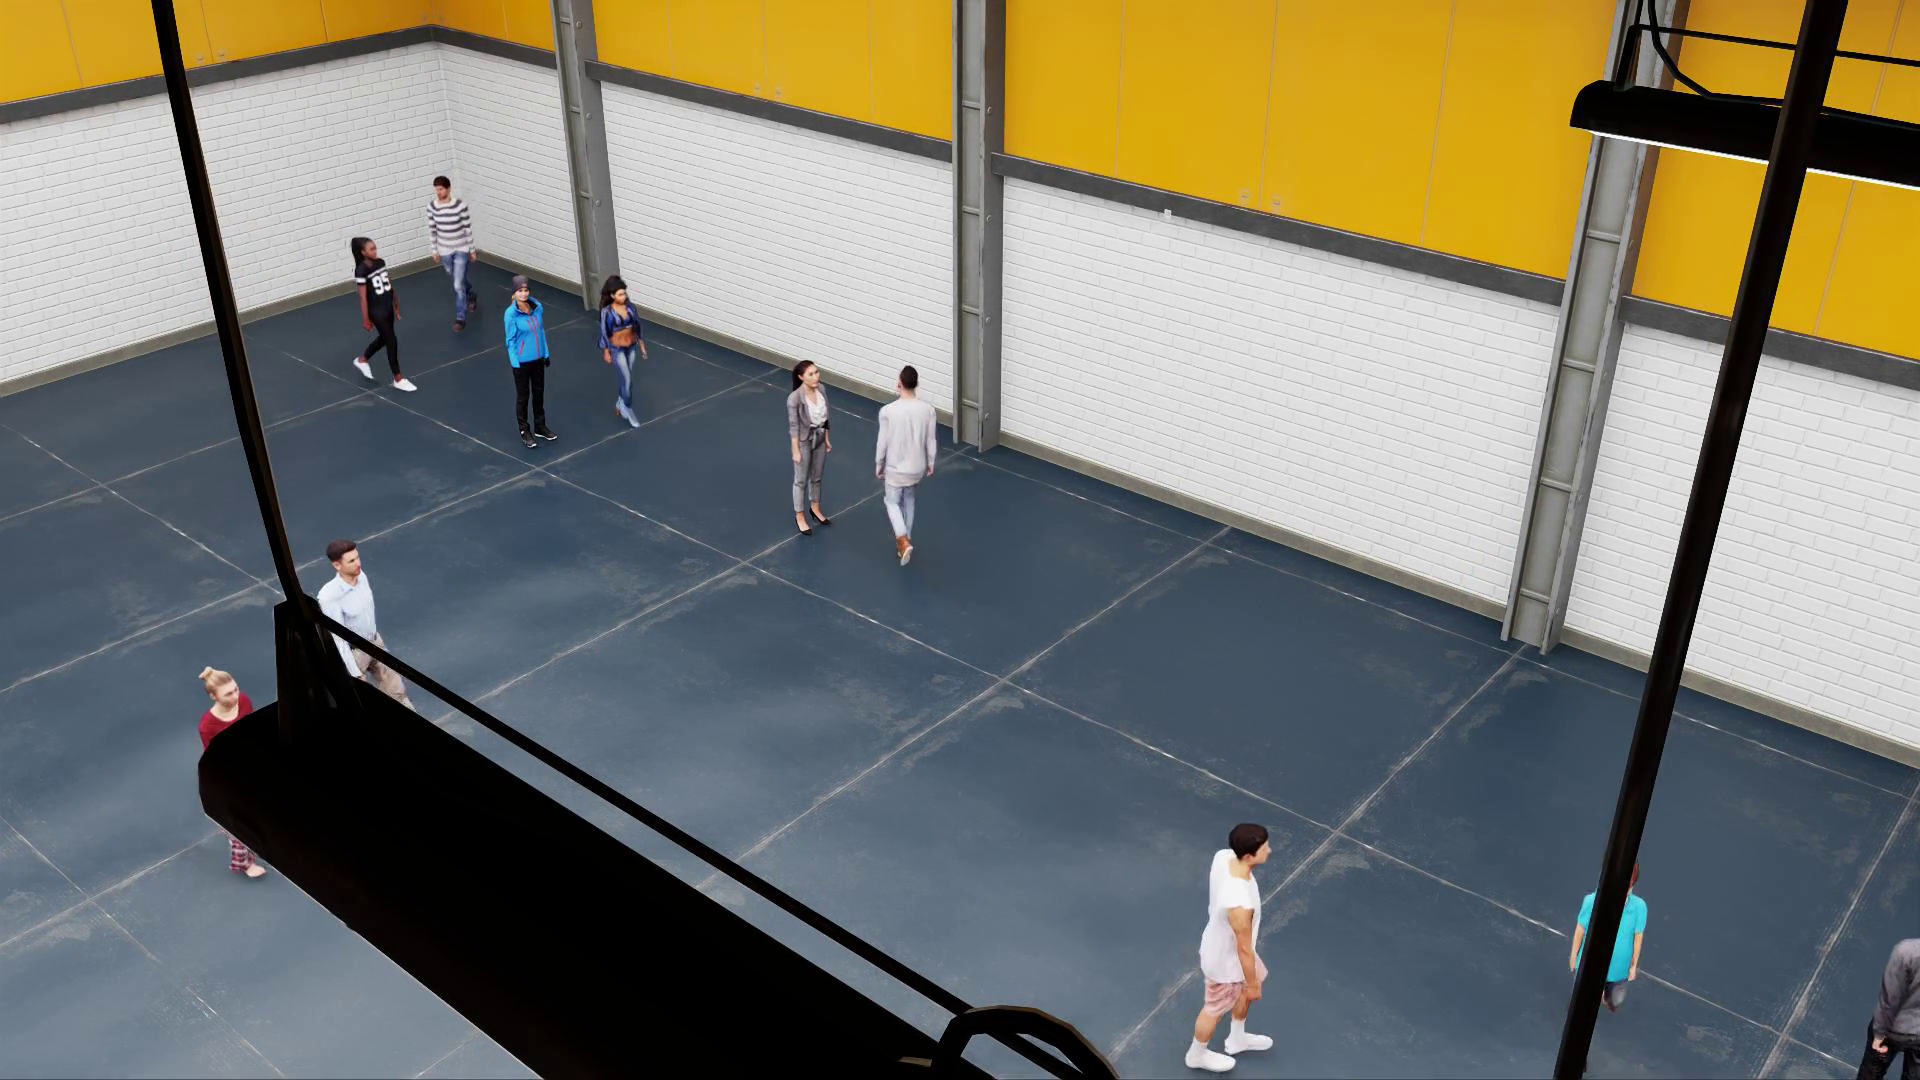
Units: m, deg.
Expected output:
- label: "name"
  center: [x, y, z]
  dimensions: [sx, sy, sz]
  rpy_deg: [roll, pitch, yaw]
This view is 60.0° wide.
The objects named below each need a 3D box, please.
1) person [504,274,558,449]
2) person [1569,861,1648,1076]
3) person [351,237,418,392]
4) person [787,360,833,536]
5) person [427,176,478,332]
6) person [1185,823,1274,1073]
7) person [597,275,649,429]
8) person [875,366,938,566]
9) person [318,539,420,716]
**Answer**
- label: "person"
  center: [-4.390, -1.836, 16.904]
  dimensions: [0.507, 1.804, 0.611]
  rpy_deg: [23, 36, 36]
- label: "person"
  center: [3.700, 2.369, 9.578]
  dimensions: [0.828, 1.438, 0.822]
  rpy_deg: [4, 29, 7]
- label: "person"
  center: [-6.420, -2.492, 18.204]
  dimensions: [1.146, 1.711, 0.895]
  rpy_deg: [8, 30, 14]
- label: "person"
  center: [-1.384, -0.875, 15.274]
  dimensions: [0.565, 1.677, 0.607]
  rpy_deg: [23, 36, 36]
- label: "person"
  center: [-6.011, -3.479, 19.913]
  dimensions: [1.201, 1.808, 1.132]
  rpy_deg: [4, 29, 7]
- label: "person"
  center: [1.422, 2.310, 9.341]
  dimensions: [0.932, 1.768, 0.870]
  rpy_deg: [0, 29, 0]
- label: "person"
  center: [-3.576, -1.997, 17.411]
  dimensions: [0.732, 1.601, 0.633]
  rpy_deg: [23, 36, 36]
- label: "person"
  center: [-0.463, -0.615, 14.651]
  dimensions: [1.000, 1.817, 1.088]
  rpy_deg: [-9, 30, -16]
- label: "person"
  center: [-4.422, 0.815, 12.041]
  dimensions: [1.217, 1.806, 0.903]
  rpy_deg: [10, 30, 18]
